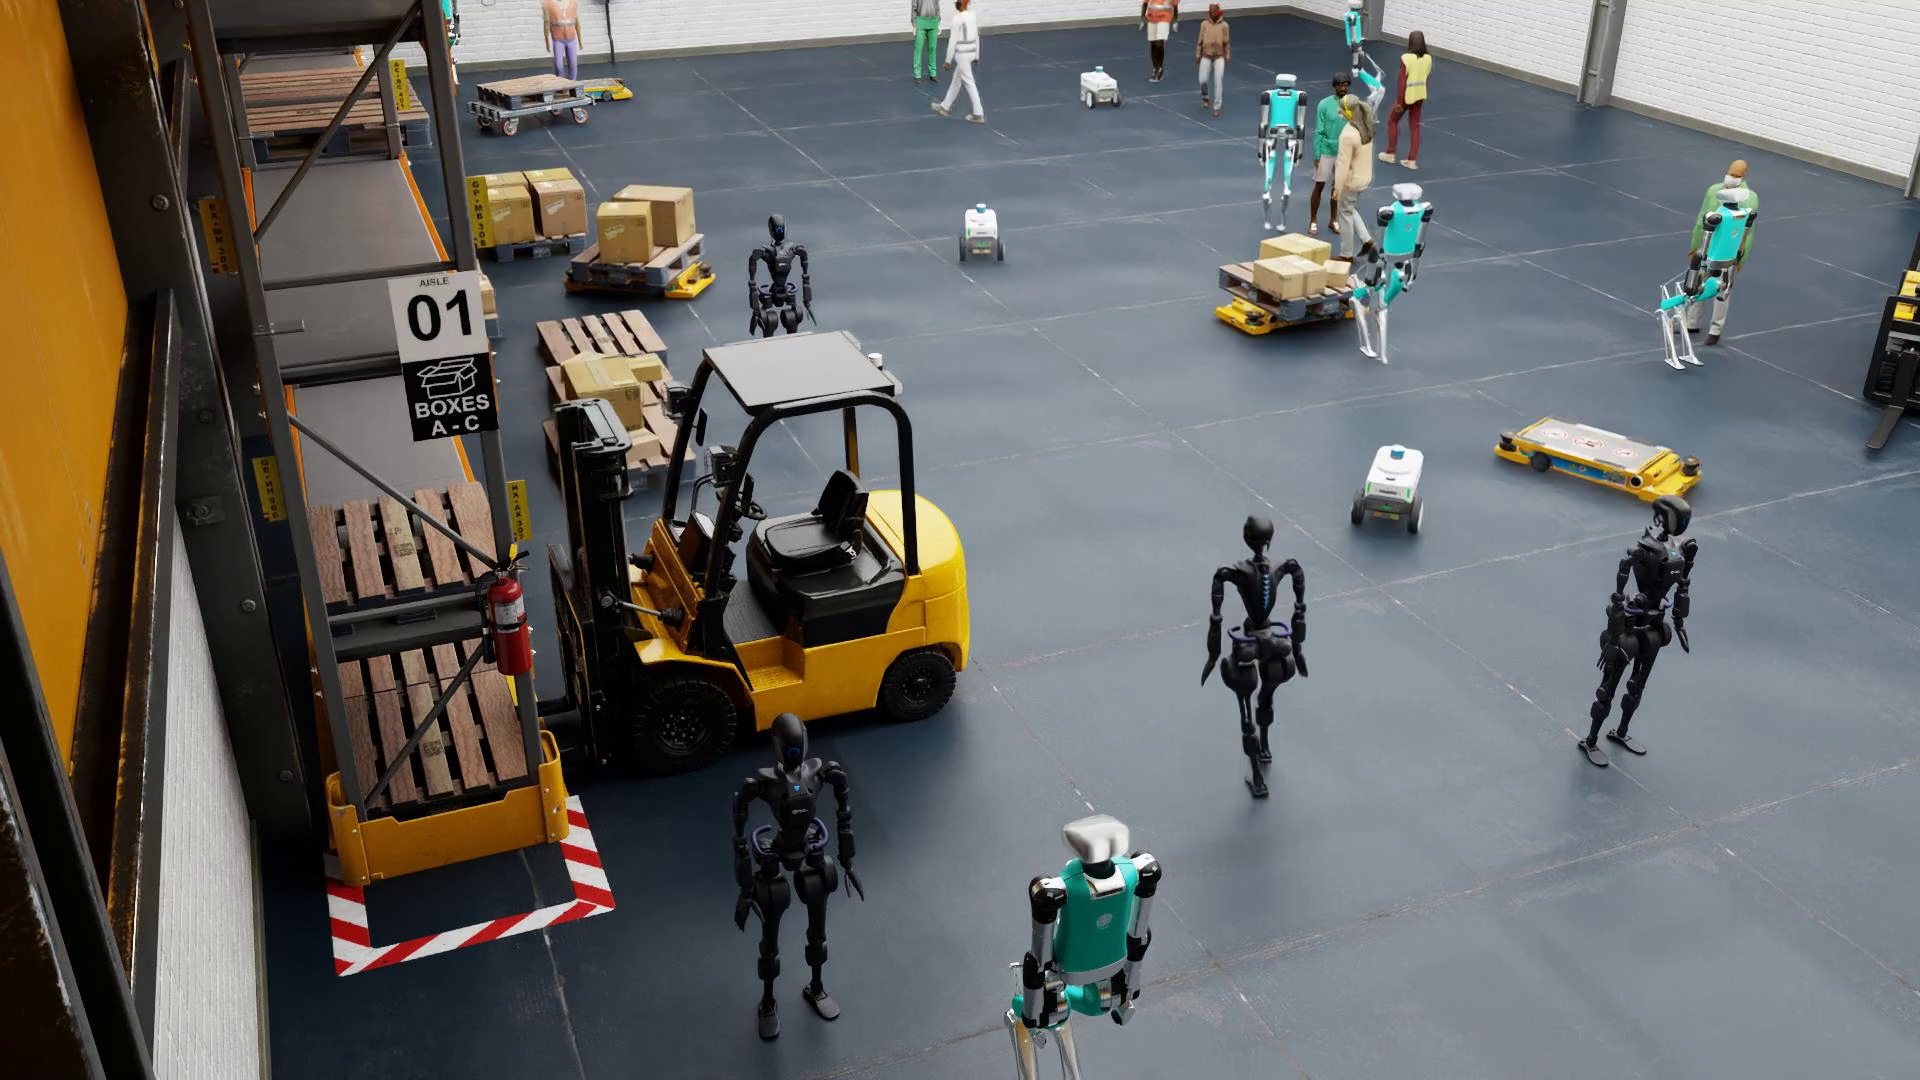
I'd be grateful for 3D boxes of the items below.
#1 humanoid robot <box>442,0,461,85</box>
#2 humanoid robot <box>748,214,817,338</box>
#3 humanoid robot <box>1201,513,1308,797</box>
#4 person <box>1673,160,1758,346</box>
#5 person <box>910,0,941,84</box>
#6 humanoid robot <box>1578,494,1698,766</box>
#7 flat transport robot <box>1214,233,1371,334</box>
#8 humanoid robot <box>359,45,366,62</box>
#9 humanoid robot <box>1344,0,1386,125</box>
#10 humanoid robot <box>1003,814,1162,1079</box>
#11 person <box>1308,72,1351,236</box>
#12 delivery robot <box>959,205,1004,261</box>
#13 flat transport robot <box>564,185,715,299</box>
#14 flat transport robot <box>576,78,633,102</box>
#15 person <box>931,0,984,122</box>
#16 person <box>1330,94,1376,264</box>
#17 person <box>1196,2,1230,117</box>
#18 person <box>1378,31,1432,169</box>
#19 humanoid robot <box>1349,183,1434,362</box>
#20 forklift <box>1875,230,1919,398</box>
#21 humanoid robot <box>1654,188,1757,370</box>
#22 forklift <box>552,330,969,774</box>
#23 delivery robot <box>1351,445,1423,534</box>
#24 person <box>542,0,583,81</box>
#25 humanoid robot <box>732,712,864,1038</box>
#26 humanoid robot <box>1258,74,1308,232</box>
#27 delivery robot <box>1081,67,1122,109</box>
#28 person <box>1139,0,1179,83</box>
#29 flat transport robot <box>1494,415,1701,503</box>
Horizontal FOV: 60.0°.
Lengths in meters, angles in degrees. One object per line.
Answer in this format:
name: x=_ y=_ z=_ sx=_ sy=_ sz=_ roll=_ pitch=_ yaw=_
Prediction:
humanoid robot: x=-8.148 y=-8.026 z=26.166 sx=0.533 sy=1.681 sz=0.735 roll=-10 pitch=28 yaw=-20
humanoid robot: x=-1.548 y=-2.012 z=14.405 sx=0.599 sy=1.657 sz=0.315 roll=-10 pitch=28 yaw=-20
humanoid robot: x=1.633 y=0.611 z=9.220 sx=0.610 sy=1.646 sz=0.541 roll=-5 pitch=27 yaw=-11
person: x=7.189 y=-2.729 z=15.761 sx=0.389 sy=1.769 sz=0.604 roll=-18 pitch=32 yaw=-31
person: x=-0.544 y=-8.297 z=26.745 sx=0.511 sy=1.839 sz=0.341 roll=-11 pitch=29 yaw=-20
humanoid robot: x=3.868 y=0.497 z=9.413 sx=0.599 sy=1.659 sz=0.315 roll=-10 pitch=28 yaw=-20
flat transport robot: x=3.320 y=-2.334 z=16.629 sx=1.431 sy=0.231 sz=0.659 roll=-13 pitch=29 yaw=-23
humanoid robot: x=-9.266 y=-7.487 z=25.311 sx=0.427 sy=1.642 sz=0.608 roll=-11 pitch=29 yaw=-21
humanoid robot: x=5.948 y=-6.883 z=24.050 sx=0.927 sy=1.752 sz=0.563 roll=11 pitch=29 yaw=21
humanoid robot: x=0.419 y=1.722 z=6.776 sx=0.533 sy=1.681 sz=0.735 roll=-10 pitch=28 yaw=-20
person: x=4.271 y=-4.421 z=19.023 sx=0.494 sy=1.849 sz=0.394 roll=-3 pitch=27 yaw=-6
delivery robot: x=0.234 y=-3.403 z=18.459 sx=0.499 sy=0.614 sz=0.811 roll=0 pitch=27 yaw=-1
flat transport robot: x=-3.365 y=-2.770 z=17.496 sx=1.431 sy=0.231 sz=0.659 roll=6 pitch=27 yaw=12
flat transport robot: x=-5.871 y=-6.965 z=25.841 sx=1.431 sy=0.231 sz=0.659 roll=-10 pitch=28 yaw=-20
person: x=-0.021 y=-7.069 z=24.307 sx=0.967 sy=1.825 sz=0.600 roll=15 pitch=30 yaw=27
person: x=4.227 y=-3.864 z=17.905 sx=0.447 sy=1.858 sz=0.604 roll=20 pitch=33 yaw=35
person: x=3.761 y=-7.150 z=24.678 sx=0.501 sy=1.633 sz=0.515 roll=7 pitch=27 yaw=13
person: x=5.875 y=-5.820 z=21.916 sx=0.505 sy=1.744 sz=0.728 roll=-11 pitch=29 yaw=-20
humanoid robot: x=3.858 y=-2.439 z=15.240 sx=0.534 sy=1.792 sz=0.811 roll=-8 pitch=28 yaw=-16
forklift: x=9.029 y=-2.397 z=14.618 sx=1.214 sy=2.155 sz=2.313 roll=18 pitch=32 yaw=32
humanoid robot: x=6.616 y=-2.393 z=14.961 sx=0.533 sy=1.681 sz=0.735 roll=-10 pitch=28 yaw=-20
forklift: x=-1.094 y=0.010 z=9.831 sx=2.313 sy=2.155 sz=1.214 roll=-10 pitch=28 yaw=-20
delivery robot: x=3.257 y=-0.423 z=12.500 sx=0.499 sy=0.585 sz=0.775 roll=10 pitch=28 yaw=19
person: x=-6.107 y=-7.676 z=25.526 sx=0.578 sy=1.827 sz=0.476 roll=-18 pitch=32 yaw=-31
humanoid robot: x=-0.733 y=1.486 z=7.448 sx=0.599 sy=1.657 sz=0.315 roll=-10 pitch=28 yaw=-20
humanoid robot: x=3.675 y=-4.382 z=19.069 sx=0.531 sy=1.761 sz=0.824 roll=4 pitch=27 yaw=7
delivery robot: x=2.126 y=-6.915 z=25.432 sx=0.499 sy=0.603 sz=0.802 roll=-8 pitch=28 yaw=-16
person: x=3.161 y=-8.334 z=26.689 sx=0.616 sy=1.946 sz=0.545 roll=16 pitch=31 yaw=29
flat transport robot: x=5.086 y=-0.655 z=13.290 sx=1.431 sy=0.231 sz=0.659 roll=23 pitch=35 yaw=38
